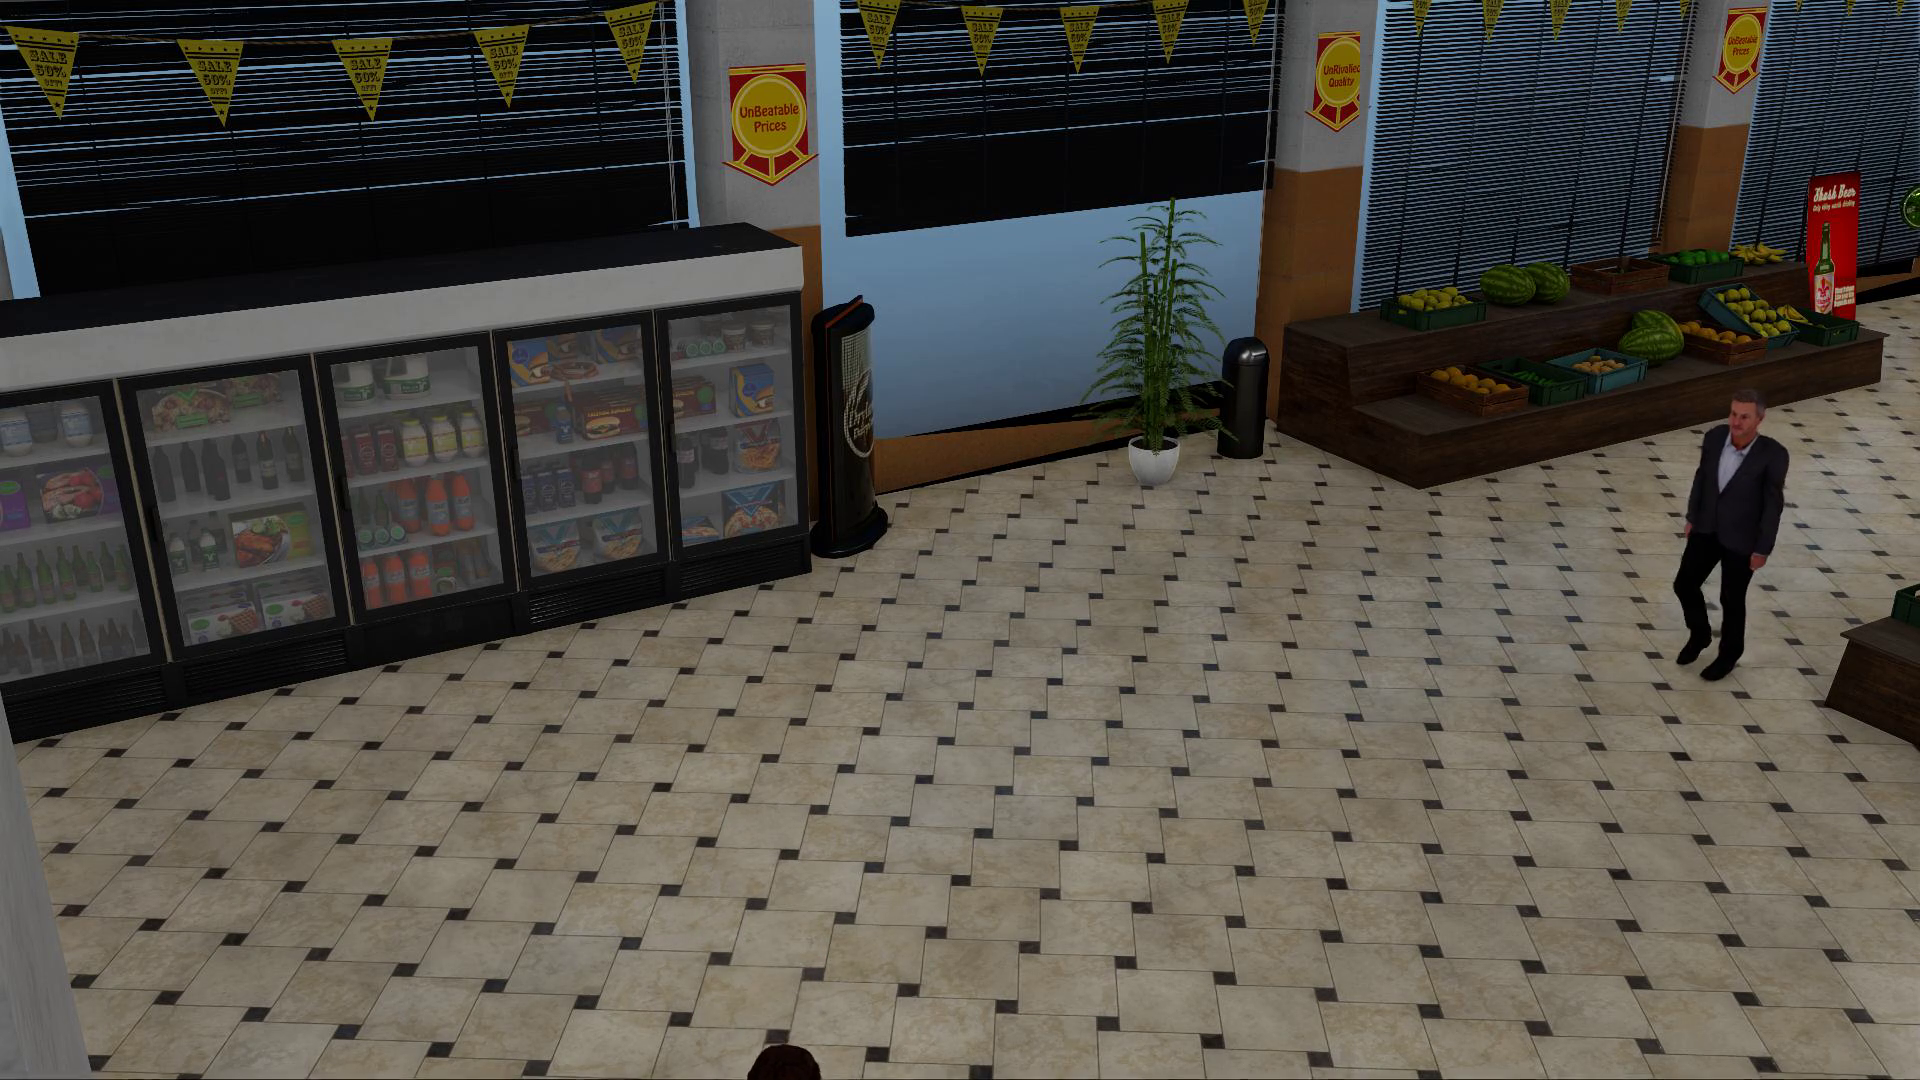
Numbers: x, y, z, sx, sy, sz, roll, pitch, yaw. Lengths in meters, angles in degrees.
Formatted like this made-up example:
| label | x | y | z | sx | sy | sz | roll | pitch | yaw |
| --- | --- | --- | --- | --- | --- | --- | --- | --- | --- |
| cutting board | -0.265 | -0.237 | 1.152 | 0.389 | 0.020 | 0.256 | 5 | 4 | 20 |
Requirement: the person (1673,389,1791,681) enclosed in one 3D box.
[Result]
| label | x | y | z | sx | sy | sz | roll | pitch | yaw |
| --- | --- | --- | --- | --- | --- | --- | --- | --- | --- |
| person | 4.607 | -0.051 | 9.882 | 0.657 | 1.813 | 0.801 | -16 | 27 | -34 |
